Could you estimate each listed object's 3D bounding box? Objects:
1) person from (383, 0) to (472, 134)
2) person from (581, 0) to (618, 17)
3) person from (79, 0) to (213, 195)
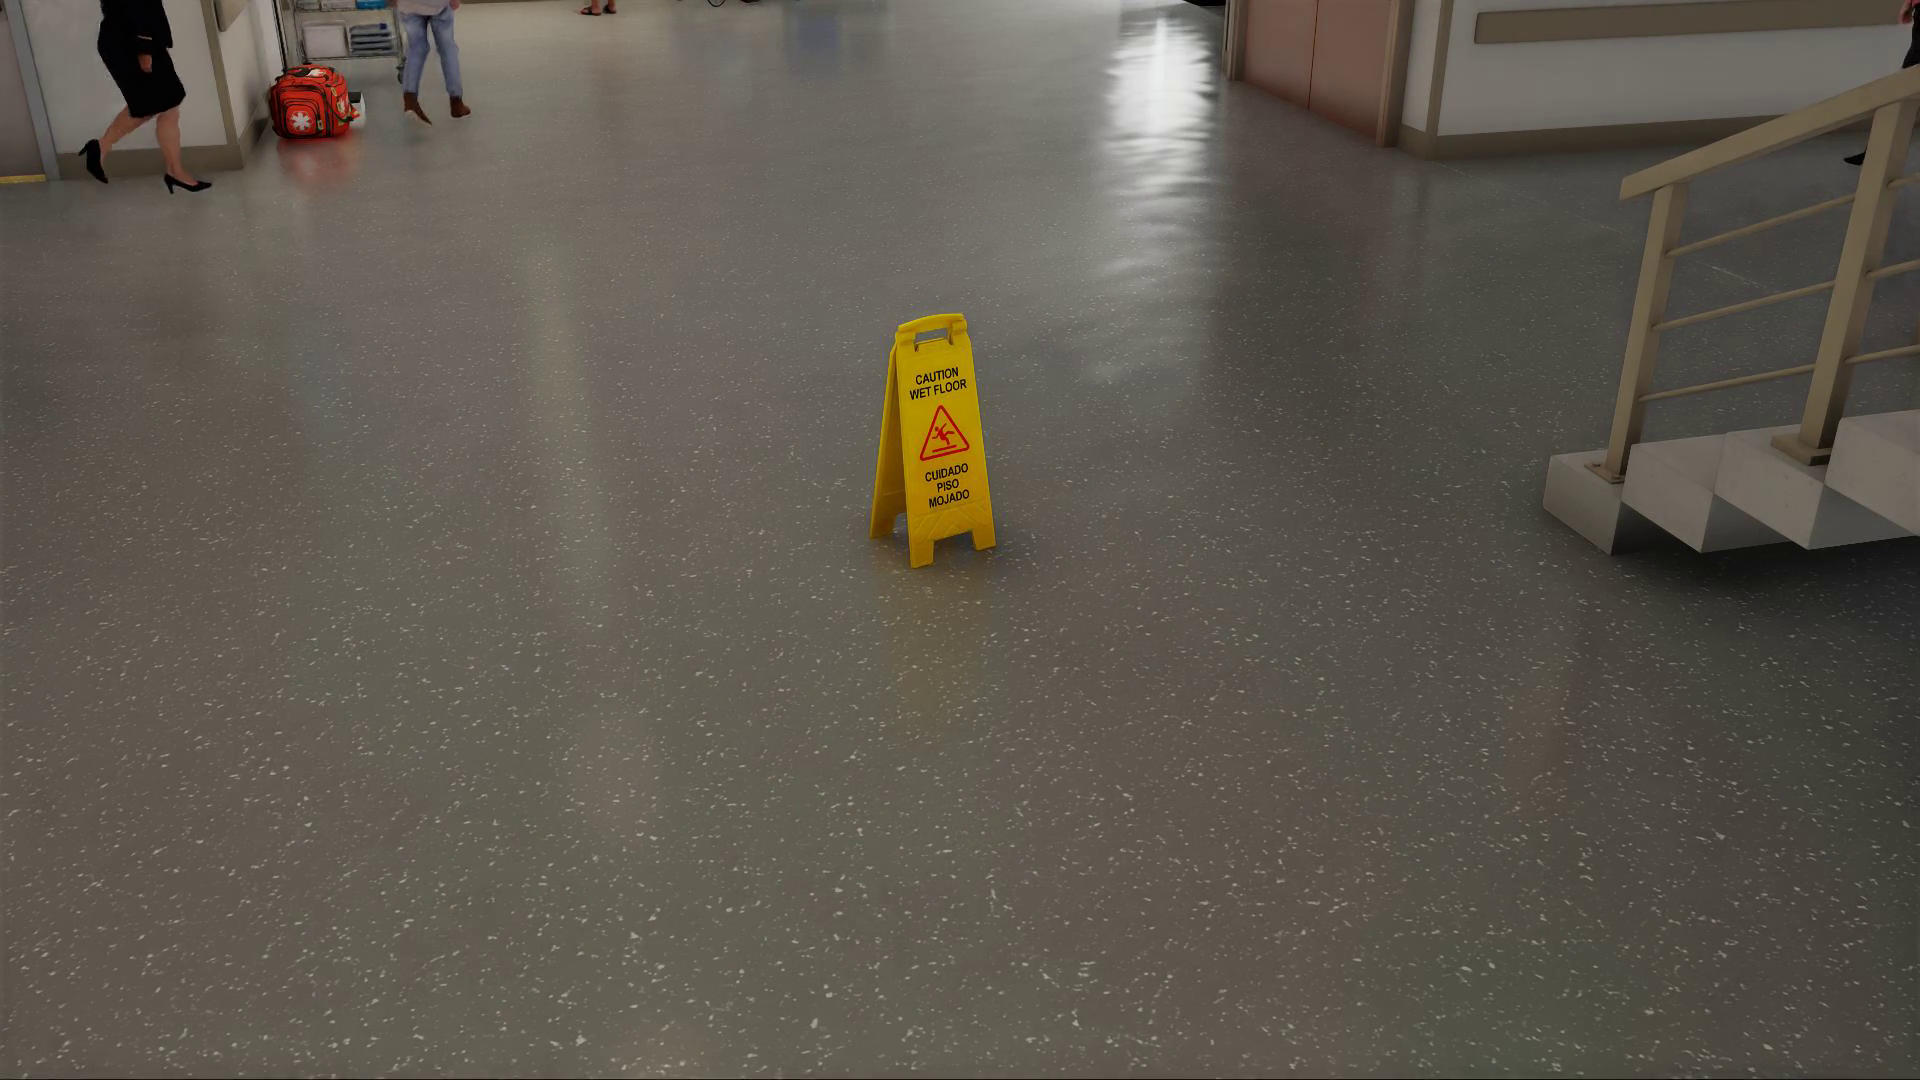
[{"bbox_3d":[-3.586,-3.611,11.009,0.920,1.796,1.226,1,26,3],"label":"person"},{"bbox_3d":[-3.512,-5.848,15.927,0.662,1.553,0.719,-22,33,-38],"label":"person"},{"bbox_3d":[-4.730,-2.750,9.391,0.937,1.650,0.945,-16,30,-30],"label":"person"}]
